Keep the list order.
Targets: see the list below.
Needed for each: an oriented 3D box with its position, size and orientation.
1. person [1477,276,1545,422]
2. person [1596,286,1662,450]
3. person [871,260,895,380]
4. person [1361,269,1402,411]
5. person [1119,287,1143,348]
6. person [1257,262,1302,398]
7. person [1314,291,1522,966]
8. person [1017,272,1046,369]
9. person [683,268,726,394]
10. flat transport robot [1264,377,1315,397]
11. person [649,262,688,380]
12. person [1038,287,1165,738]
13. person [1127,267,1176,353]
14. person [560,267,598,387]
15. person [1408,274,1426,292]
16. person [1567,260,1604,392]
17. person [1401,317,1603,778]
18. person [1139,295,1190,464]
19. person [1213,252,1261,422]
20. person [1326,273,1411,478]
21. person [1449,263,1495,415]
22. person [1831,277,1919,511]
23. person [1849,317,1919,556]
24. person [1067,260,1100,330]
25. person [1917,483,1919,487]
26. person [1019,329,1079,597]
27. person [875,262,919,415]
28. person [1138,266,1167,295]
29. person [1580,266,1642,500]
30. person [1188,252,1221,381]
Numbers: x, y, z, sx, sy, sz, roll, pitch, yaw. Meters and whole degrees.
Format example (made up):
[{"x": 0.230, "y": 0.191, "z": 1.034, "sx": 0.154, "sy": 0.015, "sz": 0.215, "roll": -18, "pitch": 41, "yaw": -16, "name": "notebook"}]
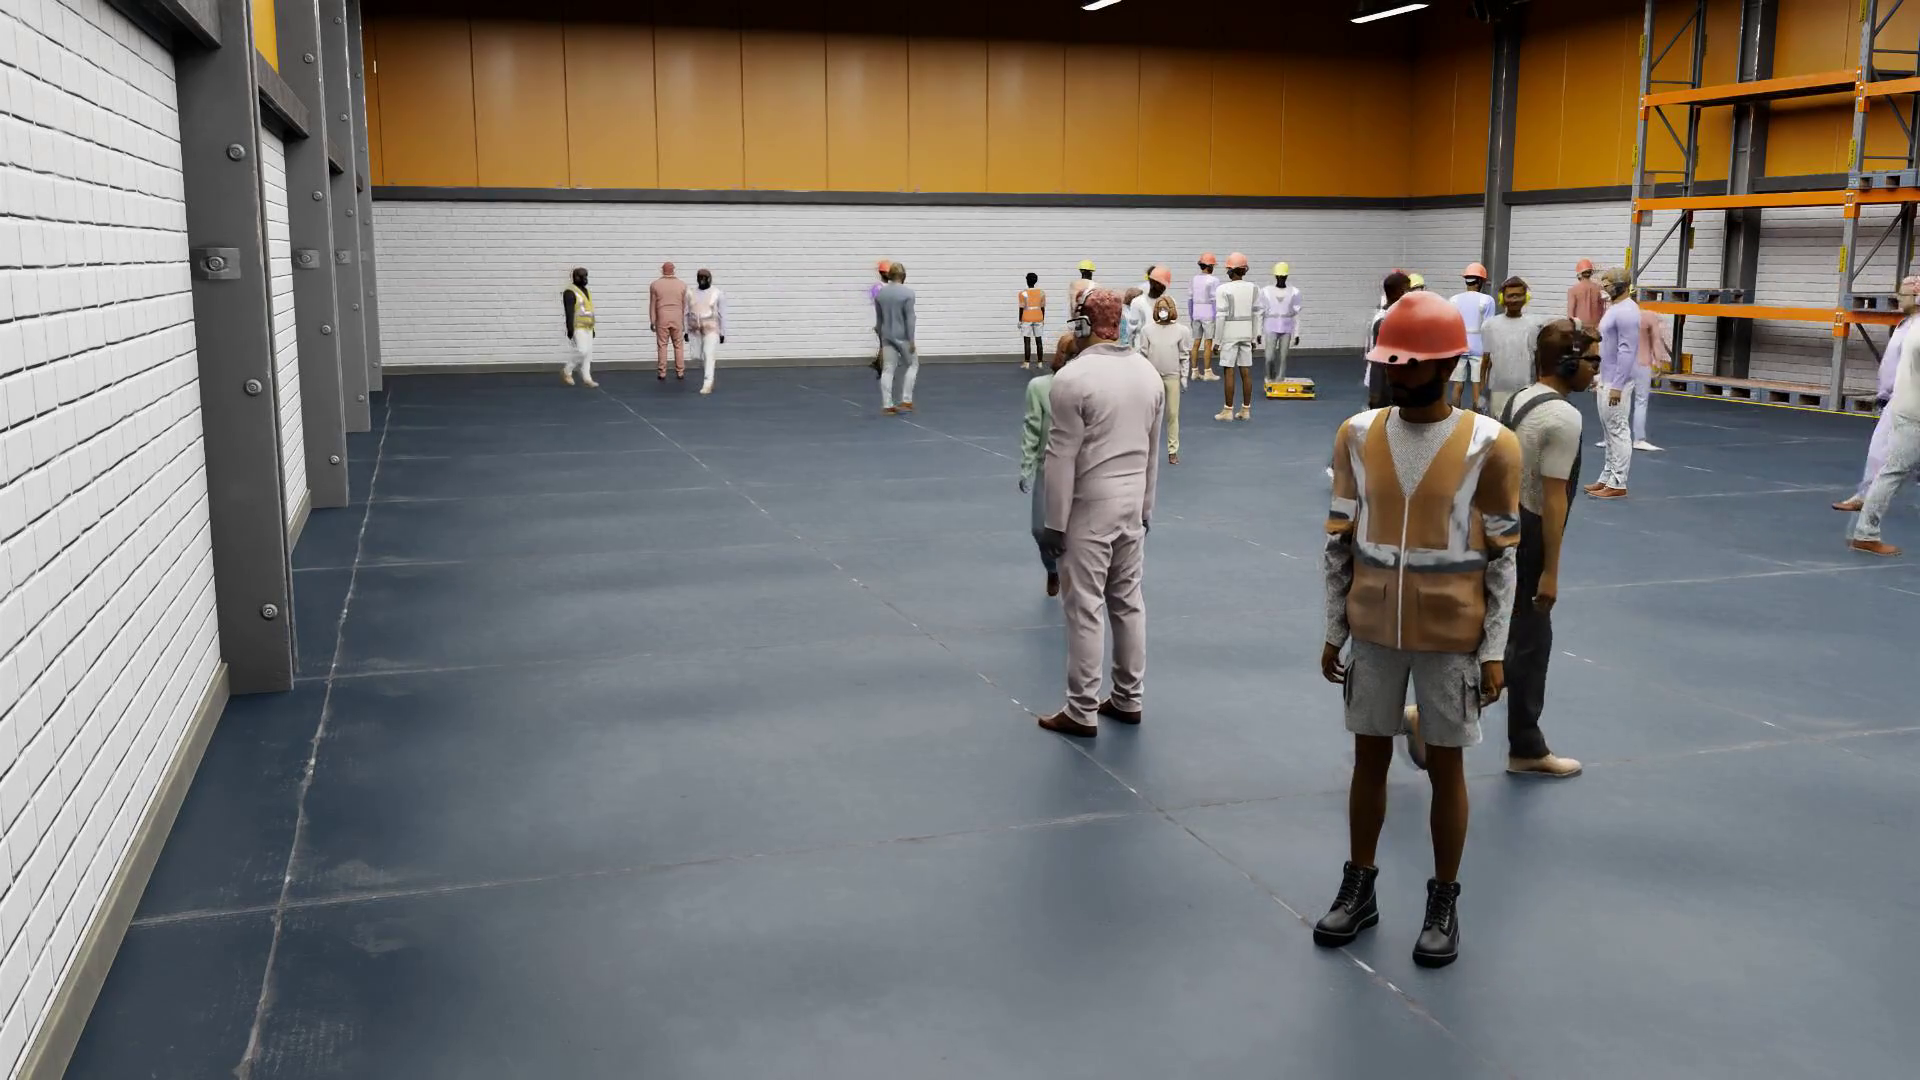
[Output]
[{"x": 4.426, "y": -1.190, "z": 13.403, "sx": 0.505, "sy": 1.860, "sz": 0.461, "roll": 3, "pitch": 10, "yaw": 14, "name": "person"}, {"x": 7.026, "y": -1.787, "z": 17.273, "sx": 0.645, "sy": 1.720, "sz": 0.325, "roll": 7, "pitch": 12, "yaw": 34, "name": "person"}, {"x": -1.212, "y": -3.536, "z": 26.768, "sx": 0.445, "sy": 1.927, "sz": 0.560, "roll": 6, "pitch": 11, "yaw": 29, "name": "person"}, {"x": 5.568, "y": -2.505, "z": 21.077, "sx": 0.590, "sy": 1.854, "sz": 0.924, "roll": -8, "pitch": 12, "yaw": -37, "name": "person"}, {"x": 2.160, "y": -2.298, "z": 20.538, "sx": 0.579, "sy": 1.625, "sz": 0.455, "roll": -9, "pitch": 13, "yaw": -42, "name": "person"}, {"x": 4.513, "y": -2.962, "z": 23.486, "sx": 0.610, "sy": 1.911, "sz": 0.416, "roll": 1, "pitch": 10, "yaw": 8, "name": "person"}, {"x": 1.298, "y": 0.261, "z": 4.776, "sx": 0.549, "sy": 1.933, "sz": 0.373, "roll": 6, "pitch": 12, "yaw": 32, "name": "person"}, {"x": 1.259, "y": -3.846, "z": 29.241, "sx": 0.531, "sy": 1.697, "sz": 0.320, "roll": -4, "pitch": 11, "yaw": -22, "name": "person"}, {"x": -3.718, "y": -3.061, "z": 24.320, "sx": 0.639, "sy": 1.827, "sz": 0.653, "roll": 2, "pitch": 10, "yaw": 14, "name": "person"}, {"x": 4.689, "y": -2.183, "z": 23.736, "sx": 0.652, "sy": 0.197, "sz": 1.431, "roll": 1, "pitch": 10, "yaw": 8, "name": "flat transport robot"}, {"x": -4.708, "y": -3.535, "z": 26.882, "sx": 0.650, "sy": 1.900, "sz": 0.395, "roll": -3, "pitch": 10, "yaw": -18, "name": "person"}, {"x": 0.576, "y": -0.121, "z": 7.102, "sx": 0.644, "sy": 1.900, "sz": 0.403, "roll": -10, "pitch": 14, "yaw": -44, "name": "person"}, {"x": 2.202, "y": -2.231, "z": 19.358, "sx": 0.563, "sy": 1.896, "sz": 0.756, "roll": -2, "pitch": 10, "yaw": -11, "name": "person"}, {"x": -5.781, "y": -3.233, "z": 25.335, "sx": 0.463, "sy": 1.830, "sz": 0.627, "roll": 3, "pitch": 10, "yaw": 17, "name": "person"}, {"x": 5.558, "y": -2.328, "z": 20.217, "sx": 0.695, "sy": 1.785, "sz": 0.747, "roll": 5, "pitch": 11, "yaw": 26, "name": "person"}, {"x": 9.270, "y": -3.168, "z": 24.651, "sx": 0.608, "sy": 1.954, "sz": 1.037, "roll": 0, "pitch": 10, "yaw": -2, "name": "person"}, {"x": 2.047, "y": 0.057, "z": 6.331, "sx": 0.723, "sy": 1.812, "sz": 0.541, "roll": -1, "pitch": 10, "yaw": -5, "name": "person"}, {"x": 1.971, "y": -1.551, "z": 16.139, "sx": 0.497, "sy": 1.633, "sz": 0.285, "roll": 2, "pitch": 10, "yaw": 13, "name": "person"}, {"x": 3.333, "y": -2.451, "z": 20.154, "sx": 0.607, "sy": 2.048, "sz": 0.370, "roll": -5, "pitch": 11, "yaw": -25, "name": "person"}, {"x": 3.565, "y": -1.303, "z": 14.003, "sx": 0.931, "sy": 1.883, "sz": 0.603, "roll": 5, "pitch": 11, "yaw": 26, "name": "person"}, {"x": 5.615, "y": -2.067, "z": 18.280, "sx": 0.543, "sy": 1.928, "sz": 0.373, "roll": 7, "pitch": 12, "yaw": 35, "name": "person"}, {"x": 7.502, "y": -1.134, "z": 13.071, "sx": 0.975, "sy": 1.864, "sz": 0.640, "roll": 4, "pitch": 10, "yaw": 20, "name": "person"}, {"x": 6.491, "y": -0.791, "z": 11.029, "sx": 0.992, "sy": 1.883, "sz": 0.666, "roll": 5, "pitch": 11, "yaw": 26, "name": "person"}, {"x": 2.041, "y": -3.627, "z": 27.318, "sx": 0.589, "sy": 1.924, "sz": 0.384, "roll": 6, "pitch": 12, "yaw": 32, "name": "person"}, {"x": 8.621, "y": -1.357, "z": 14.443, "sx": 0.382, "sy": 1.839, "sz": 0.567, "roll": 7, "pitch": 12, "yaw": 37, "name": "person"}, {"x": 0.606, "y": -0.384, "z": 9.411, "sx": 0.534, "sy": 1.616, "sz": 0.630, "roll": 2, "pitch": 10, "yaw": 11, "name": "person"}, {"x": -0.769, "y": -2.540, "z": 21.028, "sx": 0.652, "sy": 1.915, "sz": 0.690, "roll": 7, "pitch": 12, "yaw": 35, "name": "person"}, {"x": 3.106, "y": -3.558, "z": 27.234, "sx": 0.539, "sy": 1.819, "sz": 0.982, "roll": 1, "pitch": 10, "yaw": 8, "name": "person"}, {"x": 5.433, "y": -1.299, "z": 13.814, "sx": 0.373, "sy": 1.935, "sz": 0.627, "roll": 2, "pitch": 10, "yaw": 12, "name": "person"}, {"x": 3.922, "y": -3.565, "z": 26.612, "sx": 0.395, "sy": 2.044, "sz": 0.609, "roll": -8, "pitch": 13, "yaw": -39, "name": "person"}]
